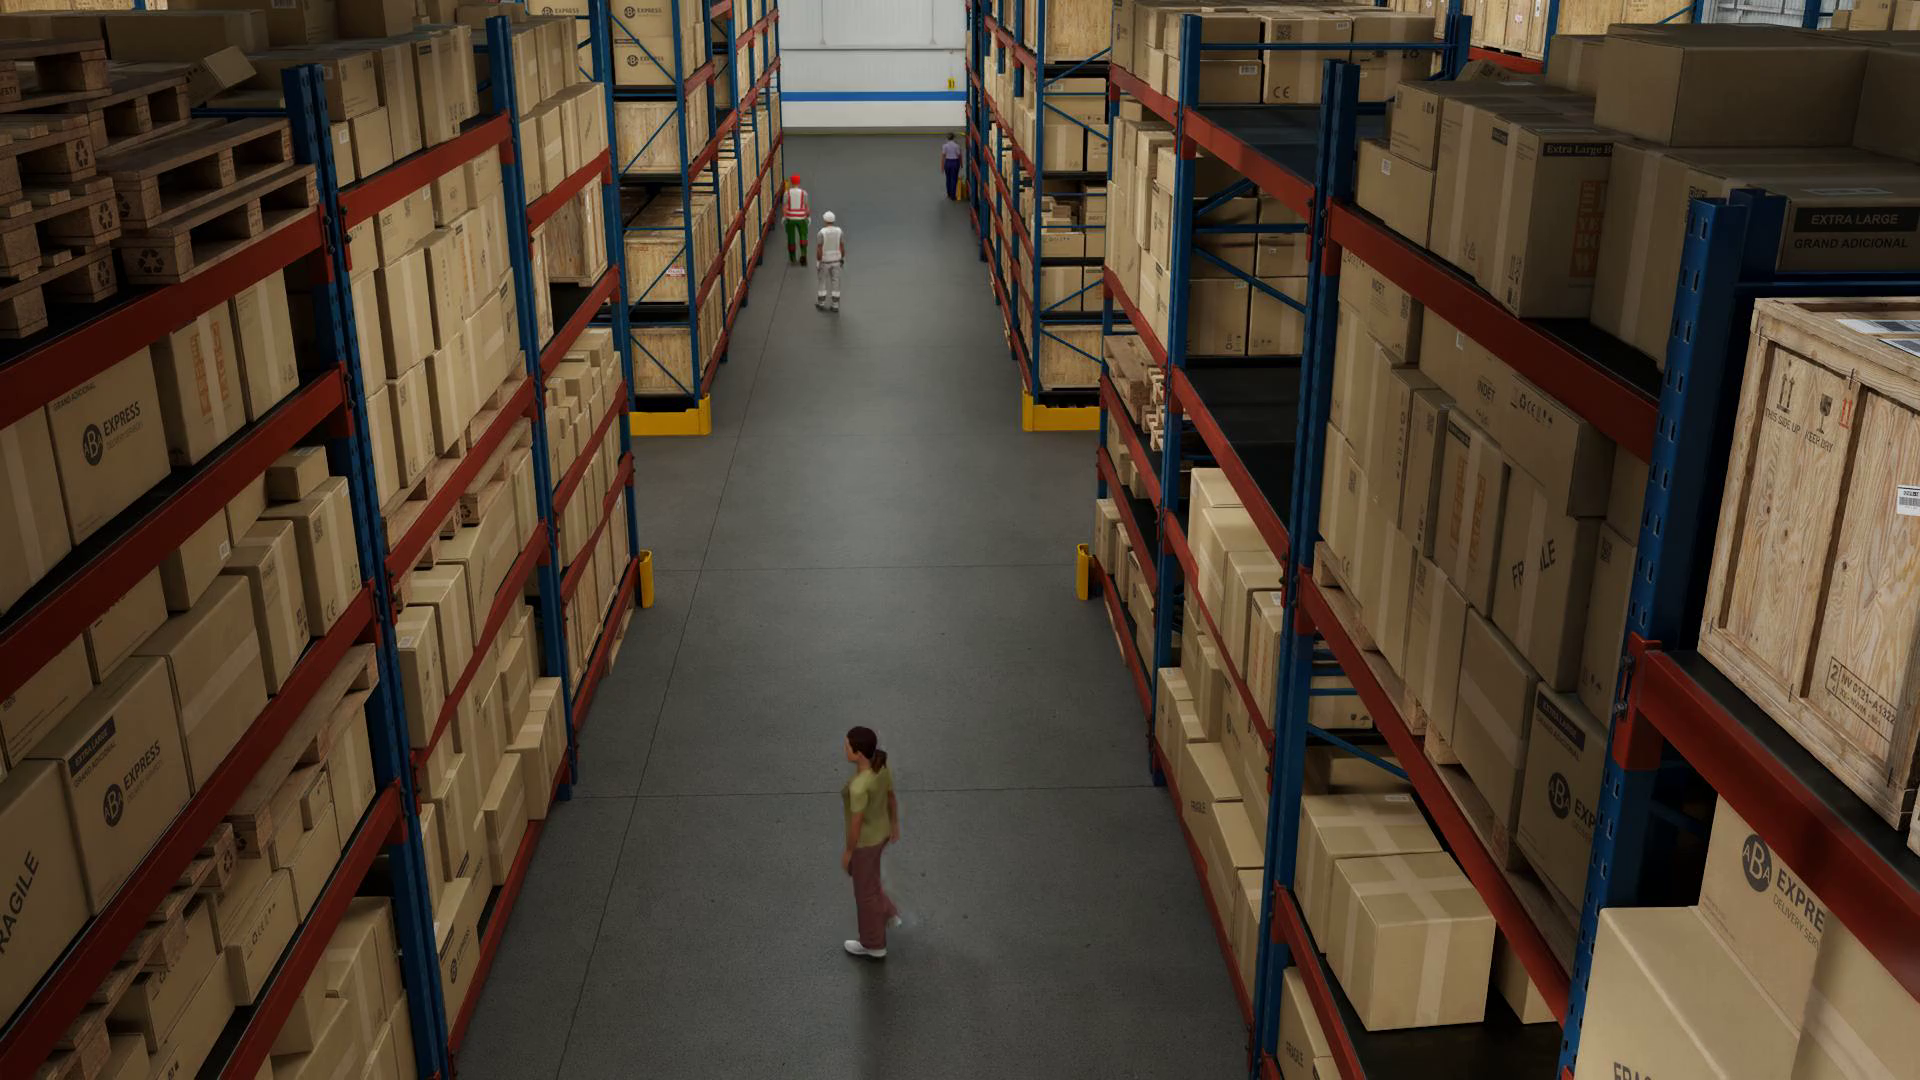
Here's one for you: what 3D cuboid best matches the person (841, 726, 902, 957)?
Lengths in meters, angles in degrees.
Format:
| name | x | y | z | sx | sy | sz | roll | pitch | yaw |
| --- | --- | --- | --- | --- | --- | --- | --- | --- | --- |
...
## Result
| name | x | y | z | sx | sy | sz | roll | pitch | yaw |
| --- | --- | --- | --- | --- | --- | --- | --- | --- | --- |
| person | -0.625 | 2.012 | 11.162 | 0.449 | 1.676 | 0.496 | 8 | 22 | 21 |

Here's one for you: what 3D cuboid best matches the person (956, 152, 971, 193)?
| name | x | y | z | sx | sy | sz | roll | pitch | yaw |
| --- | --- | --- | --- | --- | --- | --- | --- | --- | --- |
| person | 0.243 | -9.615 | 42.372 | 0.925 | 1.644 | 0.503 | -7 | 21 | -17 |

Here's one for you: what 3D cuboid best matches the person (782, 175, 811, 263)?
| name | x | y | z | sx | sy | sz | roll | pitch | yaw |
| --- | --- | --- | --- | --- | --- | --- | --- | --- | --- |
| person | -3.358 | -6.581 | 34.077 | 0.592 | 1.787 | 0.637 | -2 | 21 | -4 |

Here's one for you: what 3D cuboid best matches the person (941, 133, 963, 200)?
| name | x | y | z | sx | sy | sz | roll | pitch | yaw |
| --- | --- | --- | --- | --- | --- | --- | --- | --- | --- |
| person | -0.150 | -9.459 | 42.008 | 0.522 | 1.640 | 0.787 | 8 | 22 | 21 |

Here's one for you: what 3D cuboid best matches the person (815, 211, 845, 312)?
| name | x | y | z | sx | sy | sz | roll | pitch | yaw |
| --- | --- | --- | --- | --- | --- | --- | --- | --- | --- |
| person | -2.369 | -5.051 | 29.966 | 0.556 | 1.784 | 0.634 | -7 | 22 | -18 |
